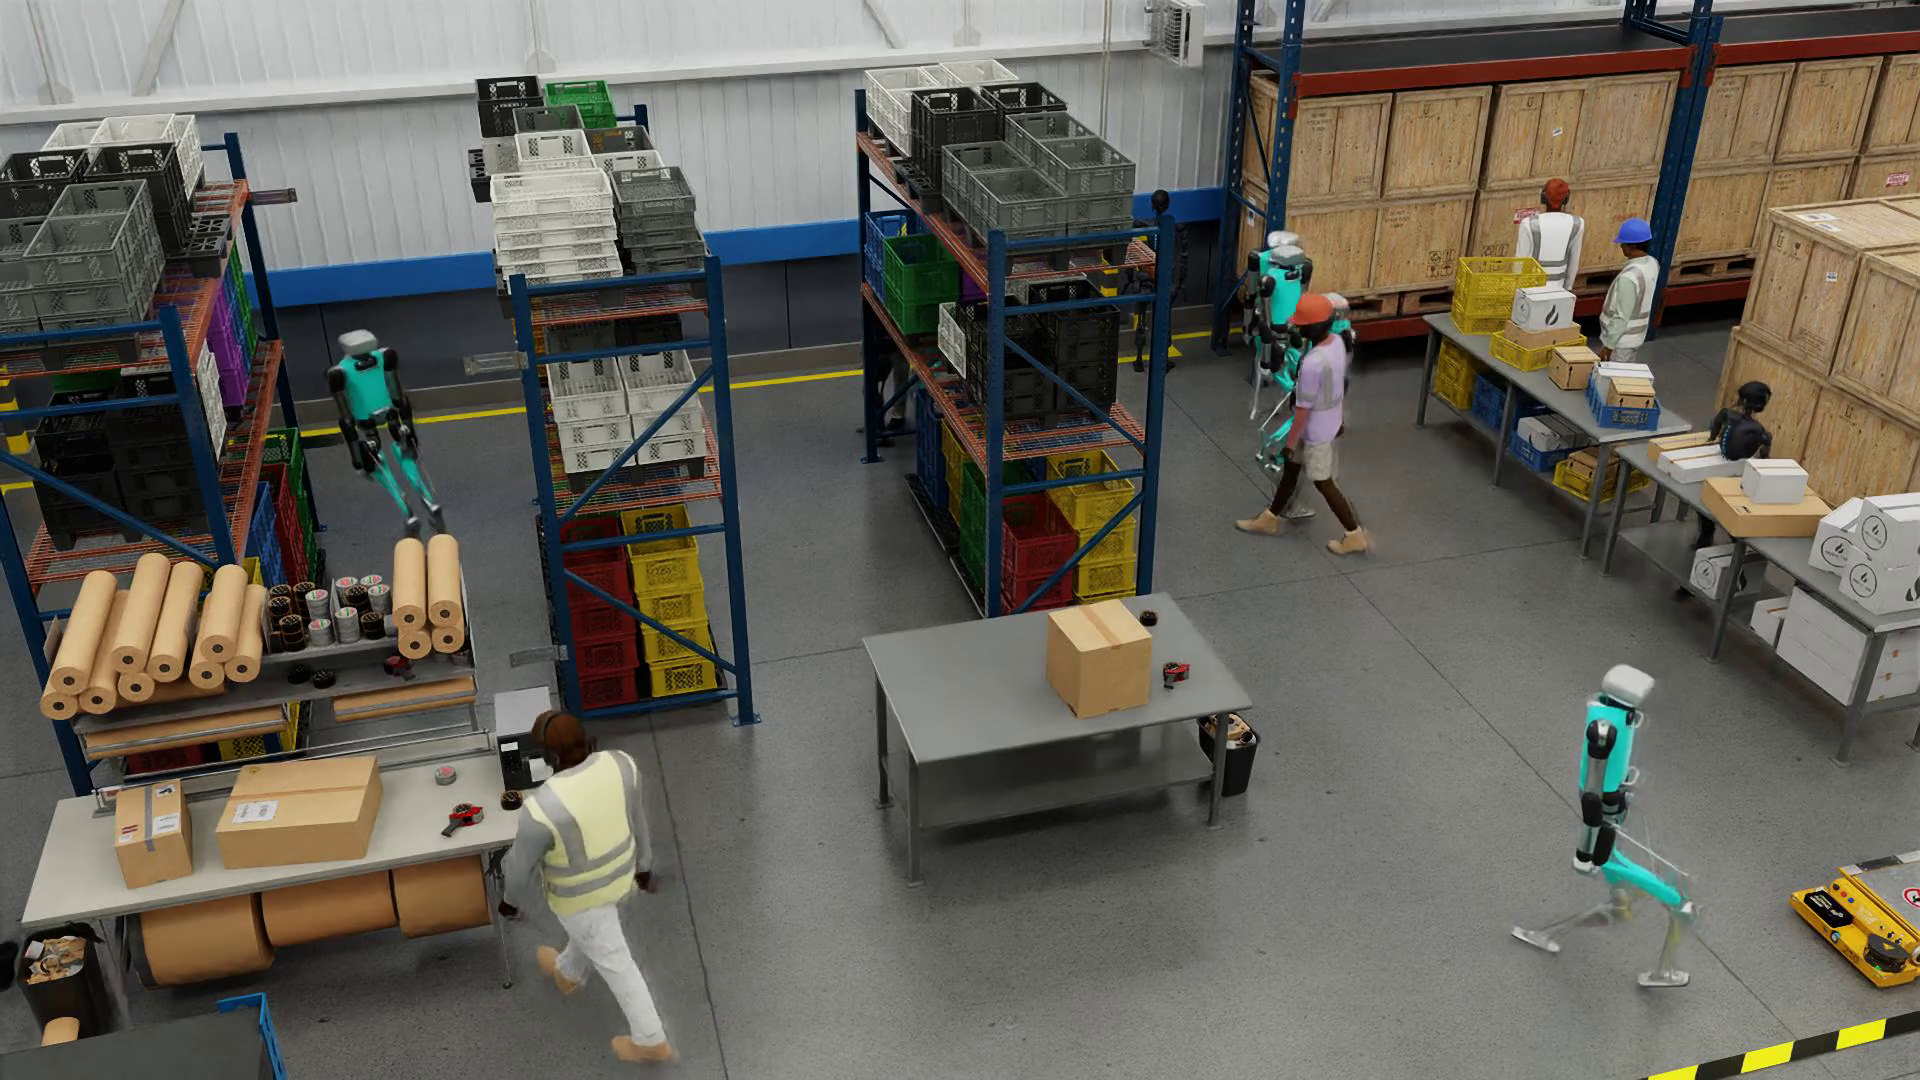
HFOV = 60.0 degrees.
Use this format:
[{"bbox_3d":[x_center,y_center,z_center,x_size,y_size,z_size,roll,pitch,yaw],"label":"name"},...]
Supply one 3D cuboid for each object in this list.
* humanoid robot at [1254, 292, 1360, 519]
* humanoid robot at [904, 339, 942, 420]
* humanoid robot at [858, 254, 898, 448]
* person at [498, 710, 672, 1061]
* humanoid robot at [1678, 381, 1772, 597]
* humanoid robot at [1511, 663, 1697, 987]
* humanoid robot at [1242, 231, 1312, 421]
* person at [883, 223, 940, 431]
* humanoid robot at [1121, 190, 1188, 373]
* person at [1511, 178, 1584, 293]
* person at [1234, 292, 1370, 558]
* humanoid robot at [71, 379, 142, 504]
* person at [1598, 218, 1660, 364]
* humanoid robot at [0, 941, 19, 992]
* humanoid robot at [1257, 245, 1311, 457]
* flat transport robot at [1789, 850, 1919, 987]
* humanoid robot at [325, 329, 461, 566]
[{"bbox_3d":[2.485,-0.963,12.288,0.742,1.692,0.530,-13,31,-23],"label":"humanoid robot"},{"bbox_3d":[-0.244,-1.609,13.620,0.654,1.845,0.541,-13,31,-22],"label":"humanoid robot"},{"bbox_3d":[-0.667,-1.539,13.493,0.331,1.652,0.602,-1,29,-2],"label":"humanoid robot"},{"bbox_3d":[-1.750,1.582,7.718,0.993,1.786,0.637,18,34,30],"label":"person"},{"bbox_3d":[5.214,-0.324,11.283,0.340,1.646,0.583,-10,30,-17],"label":"humanoid robot"},{"bbox_3d":[3.322,1.466,8.035,1.039,1.776,0.533,16,33,27],"label":"humanoid robot"},{"bbox_3d":[2.681,-1.816,13.937,0.554,1.752,0.841,12,31,21],"label":"humanoid robot"},{"bbox_3d":[-0.392,-1.730,13.684,0.598,1.831,0.404,6,29,11],"label":"person"},{"bbox_3d":[1.744,-2.321,14.907,0.599,1.657,0.315,7,29,12],"label":"humanoid robot"},{"bbox_3d":[5.079,-2.227,14.535,0.583,1.882,0.337,-2,29,-3],"label":"person"},{"bbox_3d":[2.559,-0.816,11.870,1.026,1.989,0.631,13,31,22],"label":"person"},{"bbox_3d":[-6.373,-0.915,12.377,0.613,1.641,0.396,16,32,26],"label":"humanoid robot"},{"bbox_3d":[5.331,-1.649,13.429,0.398,1.938,0.602,20,35,32],"label":"person"},{"bbox_3d":[-4.826,1.628,7.752,0.613,1.618,0.573,0,29,-1],"label":"humanoid robot"},{"bbox_3d":[2.697,-1.420,13.171,0.537,1.751,0.718,-22,35,-34],"label":"humanoid robot"},{"bbox_3d":[5.163,1.916,8.676,1.431,0.231,0.659,-8,30,-14],"label":"flat transport robot"},{"bbox_3d":[-3.903,-0.520,11.675,0.840,1.860,0.532,22,36,34],"label":"humanoid robot"}]
